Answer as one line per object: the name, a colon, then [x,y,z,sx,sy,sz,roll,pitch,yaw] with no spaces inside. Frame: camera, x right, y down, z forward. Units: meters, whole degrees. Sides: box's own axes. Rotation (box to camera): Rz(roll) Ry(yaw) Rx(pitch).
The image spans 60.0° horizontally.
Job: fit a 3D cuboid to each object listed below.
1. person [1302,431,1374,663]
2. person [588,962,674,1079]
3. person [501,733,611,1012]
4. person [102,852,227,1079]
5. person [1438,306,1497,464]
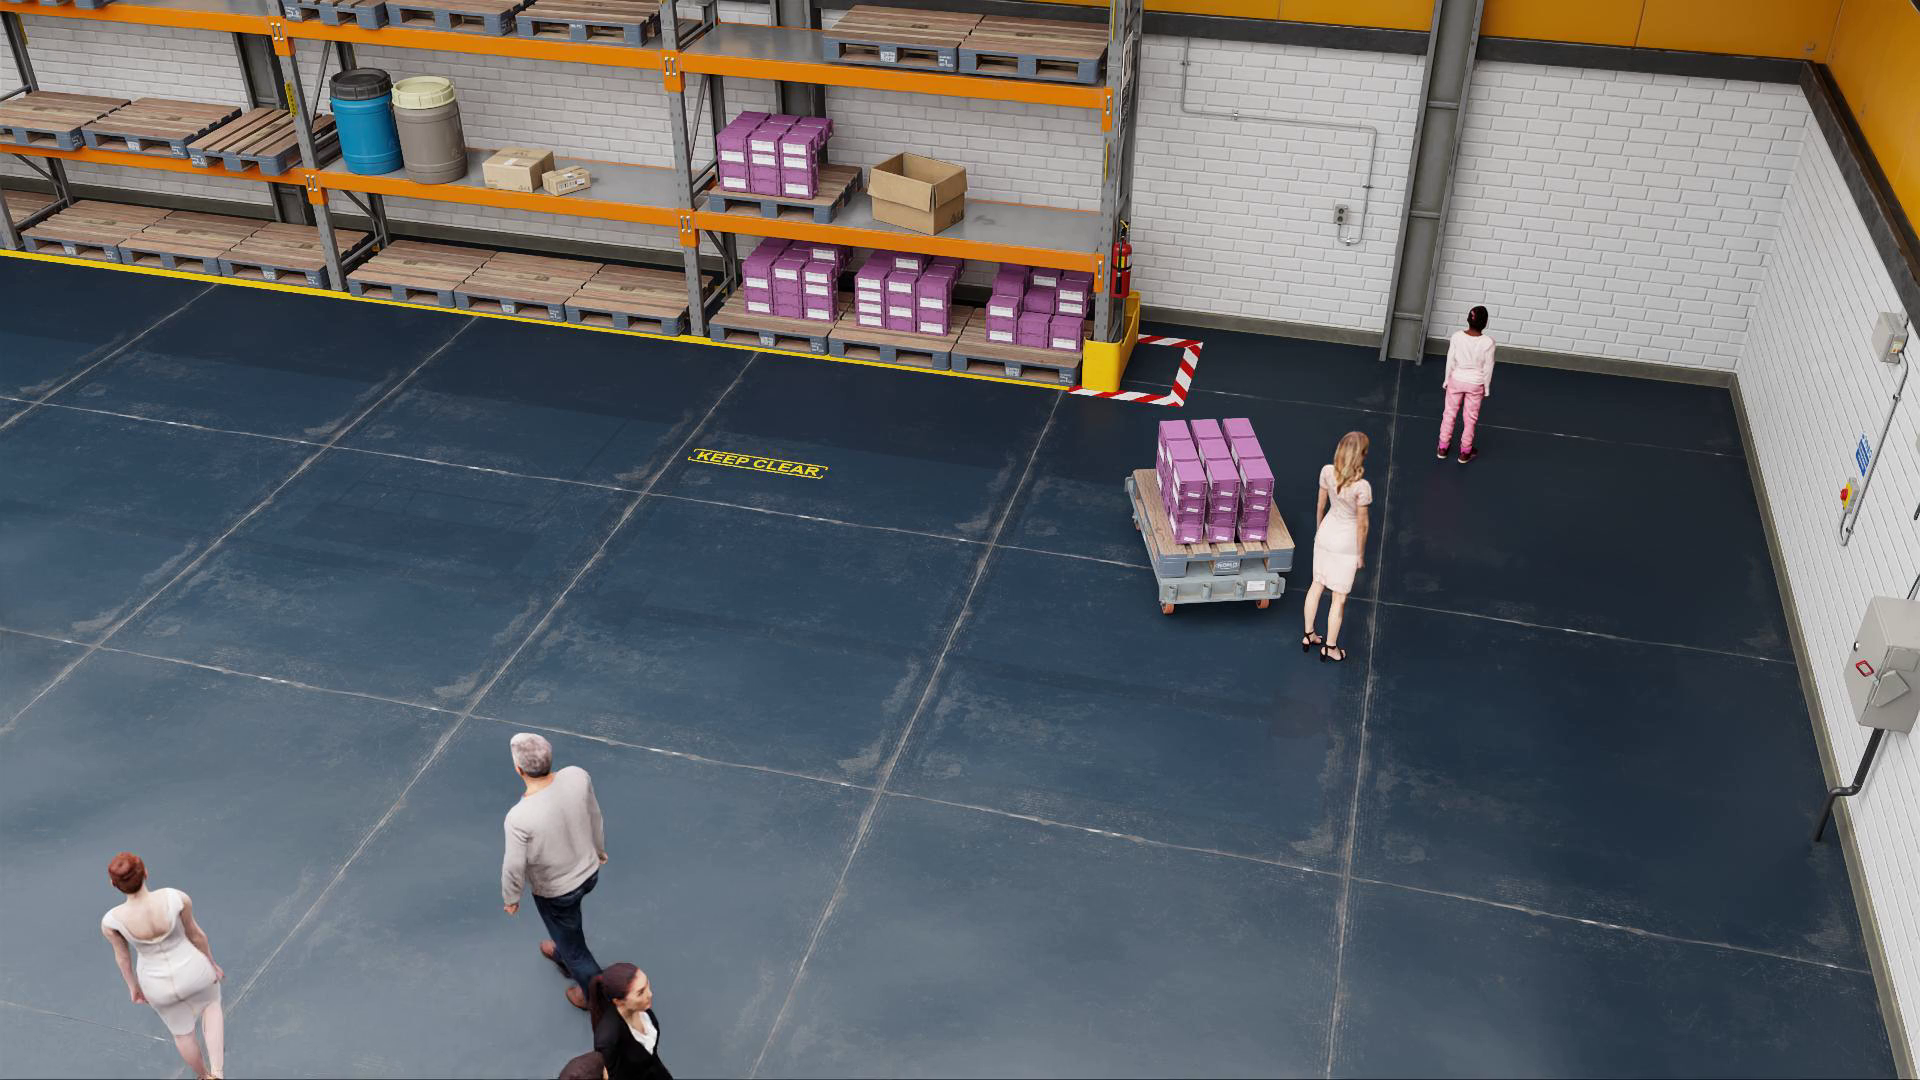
person: [2.624,0.045,11.598,0.714,1.829,0.624,-24,41,-32]
person: [-1.661,2.615,7.929,1.064,1.611,0.581,8,35,12]
person: [-2.048,1.835,8.848,1.005,1.894,0.900,19,38,26]
person: [-3.902,2.277,8.285,0.799,1.781,0.852,-13,36,-19]
person: [4.277,-1.332,14.020,0.514,1.442,0.652,17,37,24]
